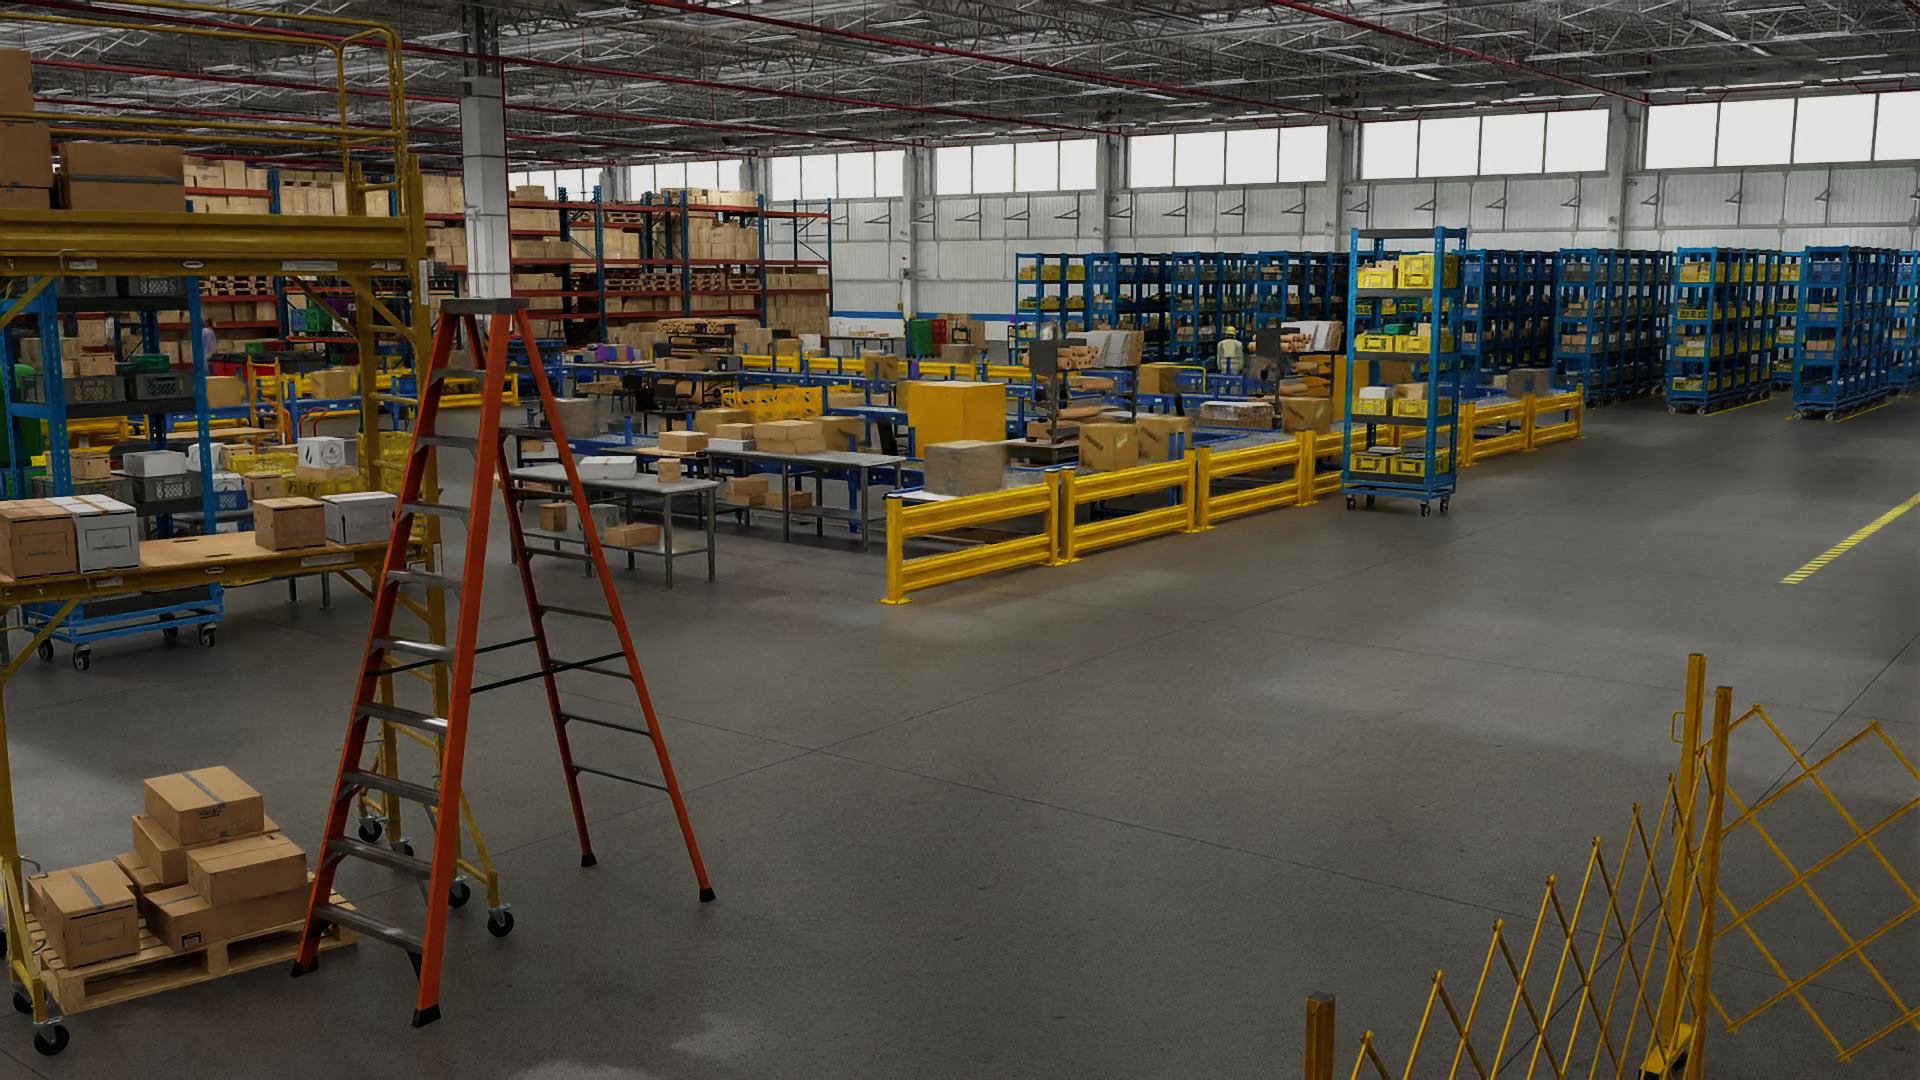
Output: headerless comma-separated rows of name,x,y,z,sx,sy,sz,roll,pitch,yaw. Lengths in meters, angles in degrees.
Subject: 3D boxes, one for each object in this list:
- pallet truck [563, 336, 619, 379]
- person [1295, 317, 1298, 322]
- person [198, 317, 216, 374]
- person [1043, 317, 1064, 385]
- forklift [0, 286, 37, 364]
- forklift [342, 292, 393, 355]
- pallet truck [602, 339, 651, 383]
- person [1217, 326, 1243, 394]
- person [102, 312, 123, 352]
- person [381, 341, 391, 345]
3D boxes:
pallet truck,-10.690,-5.294,48.215,1.601,1.201,0.680,-5,10,-26
person,10.280,-6.049,50.588,0.415,1.985,0.611,7,11,37
person,-19.716,-4.919,43.822,1.044,1.886,0.647,-3,10,-19
person,2.575,-4.960,44.150,0.872,1.869,0.641,9,12,43
forklift,-25.248,-5.531,44.553,1.873,2.768,1.129,7,11,37
forklift,-16.485,-5.622,45.120,1.129,2.768,1.873,7,11,37
pallet truck,-8.991,-4.871,45.351,0.653,1.274,1.630,7,11,37
person,6.169,-3.952,37.957,0.591,1.833,0.403,3,10,17
person,-28.769,-6.940,56.432,0.966,1.901,0.562,-8,12,-39
person,-16.273,-5.306,47.079,0.370,1.617,0.505,-5,10,-29
